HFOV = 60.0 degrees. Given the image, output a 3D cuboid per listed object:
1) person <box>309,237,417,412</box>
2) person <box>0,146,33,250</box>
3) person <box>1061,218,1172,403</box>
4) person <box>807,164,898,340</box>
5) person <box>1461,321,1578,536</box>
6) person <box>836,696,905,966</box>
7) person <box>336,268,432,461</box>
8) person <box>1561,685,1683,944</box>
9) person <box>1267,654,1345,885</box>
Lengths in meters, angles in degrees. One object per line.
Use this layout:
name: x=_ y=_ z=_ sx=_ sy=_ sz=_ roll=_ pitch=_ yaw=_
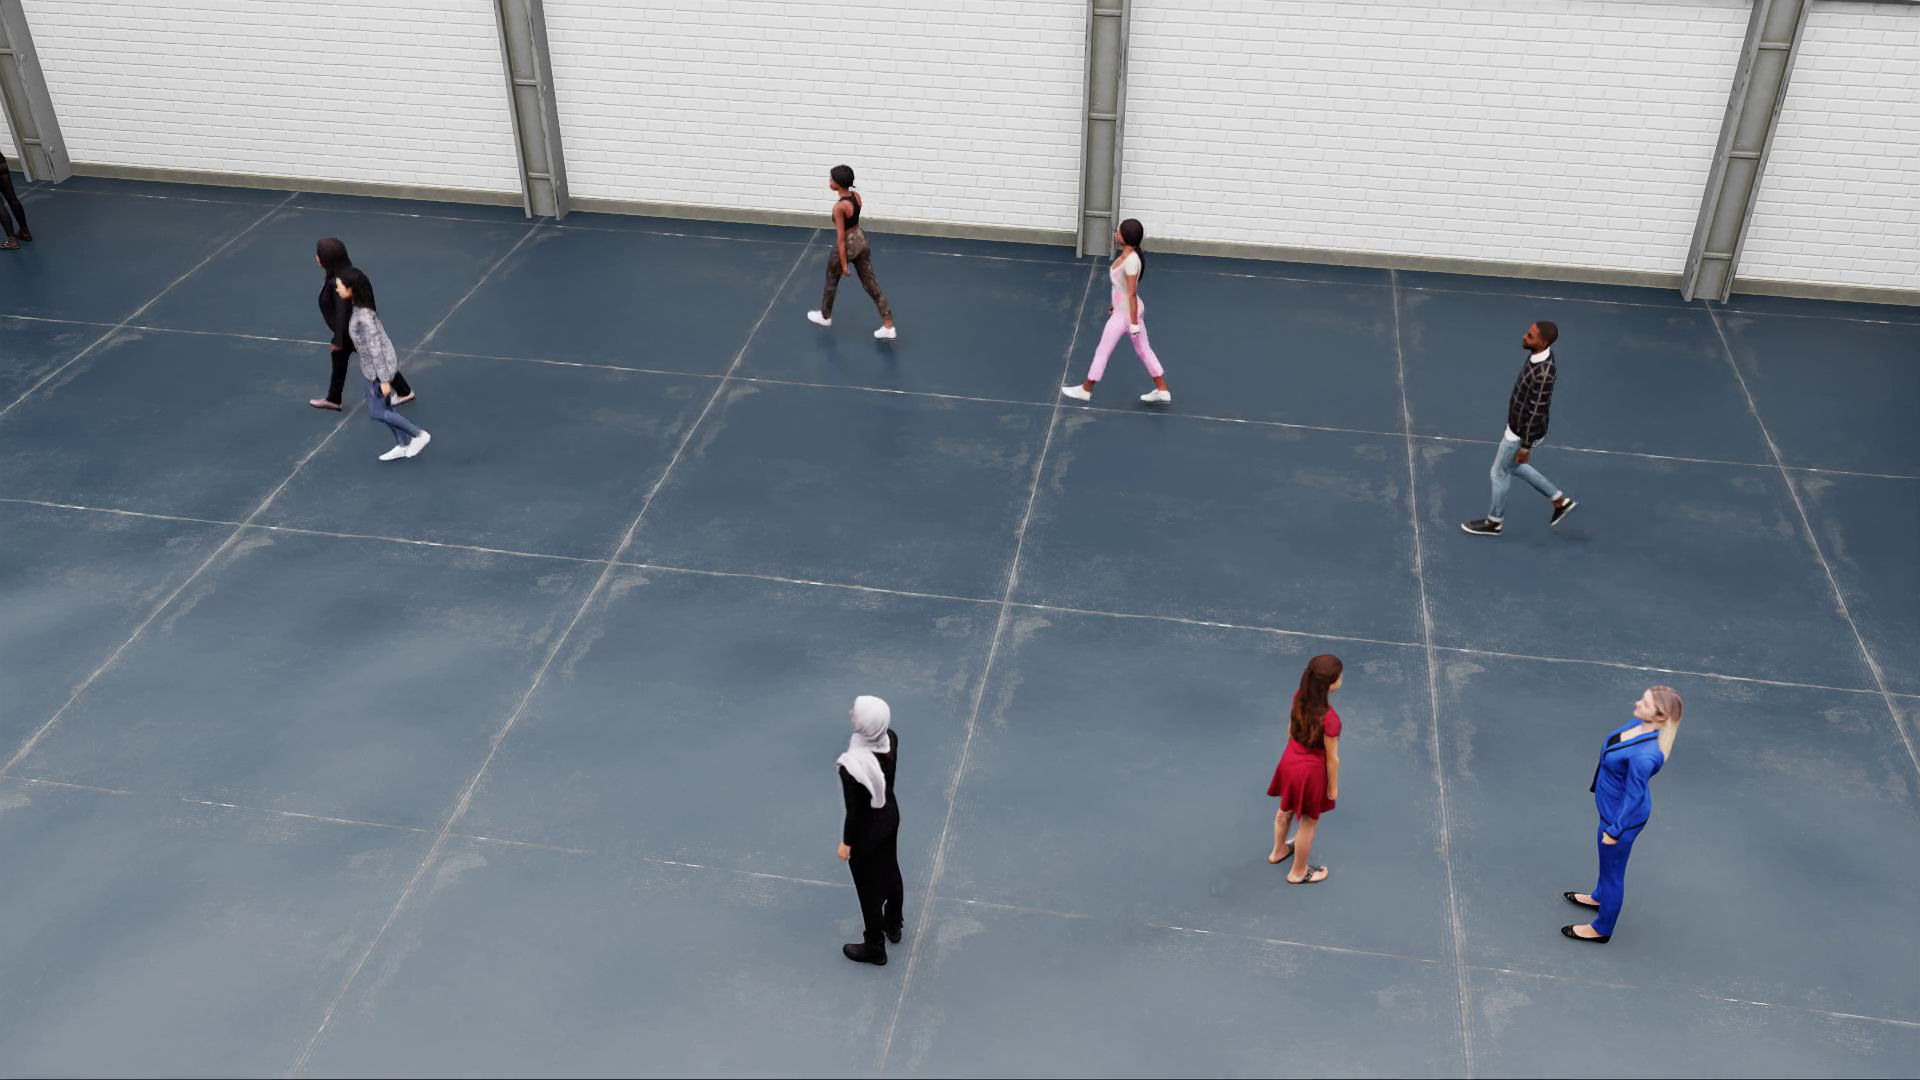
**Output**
person: x=-5.033 y=-1.787 z=14.033 sx=1.200 sy=1.575 sz=1.021 roll=-12 pitch=36 yaw=-18
person: x=-9.884 y=-3.794 z=16.993 sx=0.499 sy=1.641 sz=0.573 roll=7 pitch=34 yaw=10
person: x=1.501 y=-1.873 z=14.061 sx=1.162 sy=1.687 sz=0.588 roll=5 pitch=34 yaw=8
person: x=-0.913 y=-2.575 z=15.156 sx=1.277 sy=1.644 sz=0.921 roll=20 pitch=38 yaw=27
person: x=4.282 y=-0.801 z=12.347 sx=1.055 sy=1.799 sz=0.749 roll=9 pitch=35 yaw=14
person: x=-0.458 y=1.541 z=8.842 sx=0.655 sy=1.779 sz=0.672 roll=19 pitch=38 yaw=26
person: x=-4.566 y=-1.382 z=13.297 sx=0.872 sy=1.715 sz=0.823 roll=-11 pitch=35 yaw=-16
person: x=3.606 y=1.472 z=9.017 sx=0.608 sy=1.700 sz=0.660 roll=12 pitch=35 yaw=17
person: x=1.970 y=1.287 z=9.427 sx=0.740 sy=1.553 sz=0.680 roll=-17 pitch=37 yaw=-23
